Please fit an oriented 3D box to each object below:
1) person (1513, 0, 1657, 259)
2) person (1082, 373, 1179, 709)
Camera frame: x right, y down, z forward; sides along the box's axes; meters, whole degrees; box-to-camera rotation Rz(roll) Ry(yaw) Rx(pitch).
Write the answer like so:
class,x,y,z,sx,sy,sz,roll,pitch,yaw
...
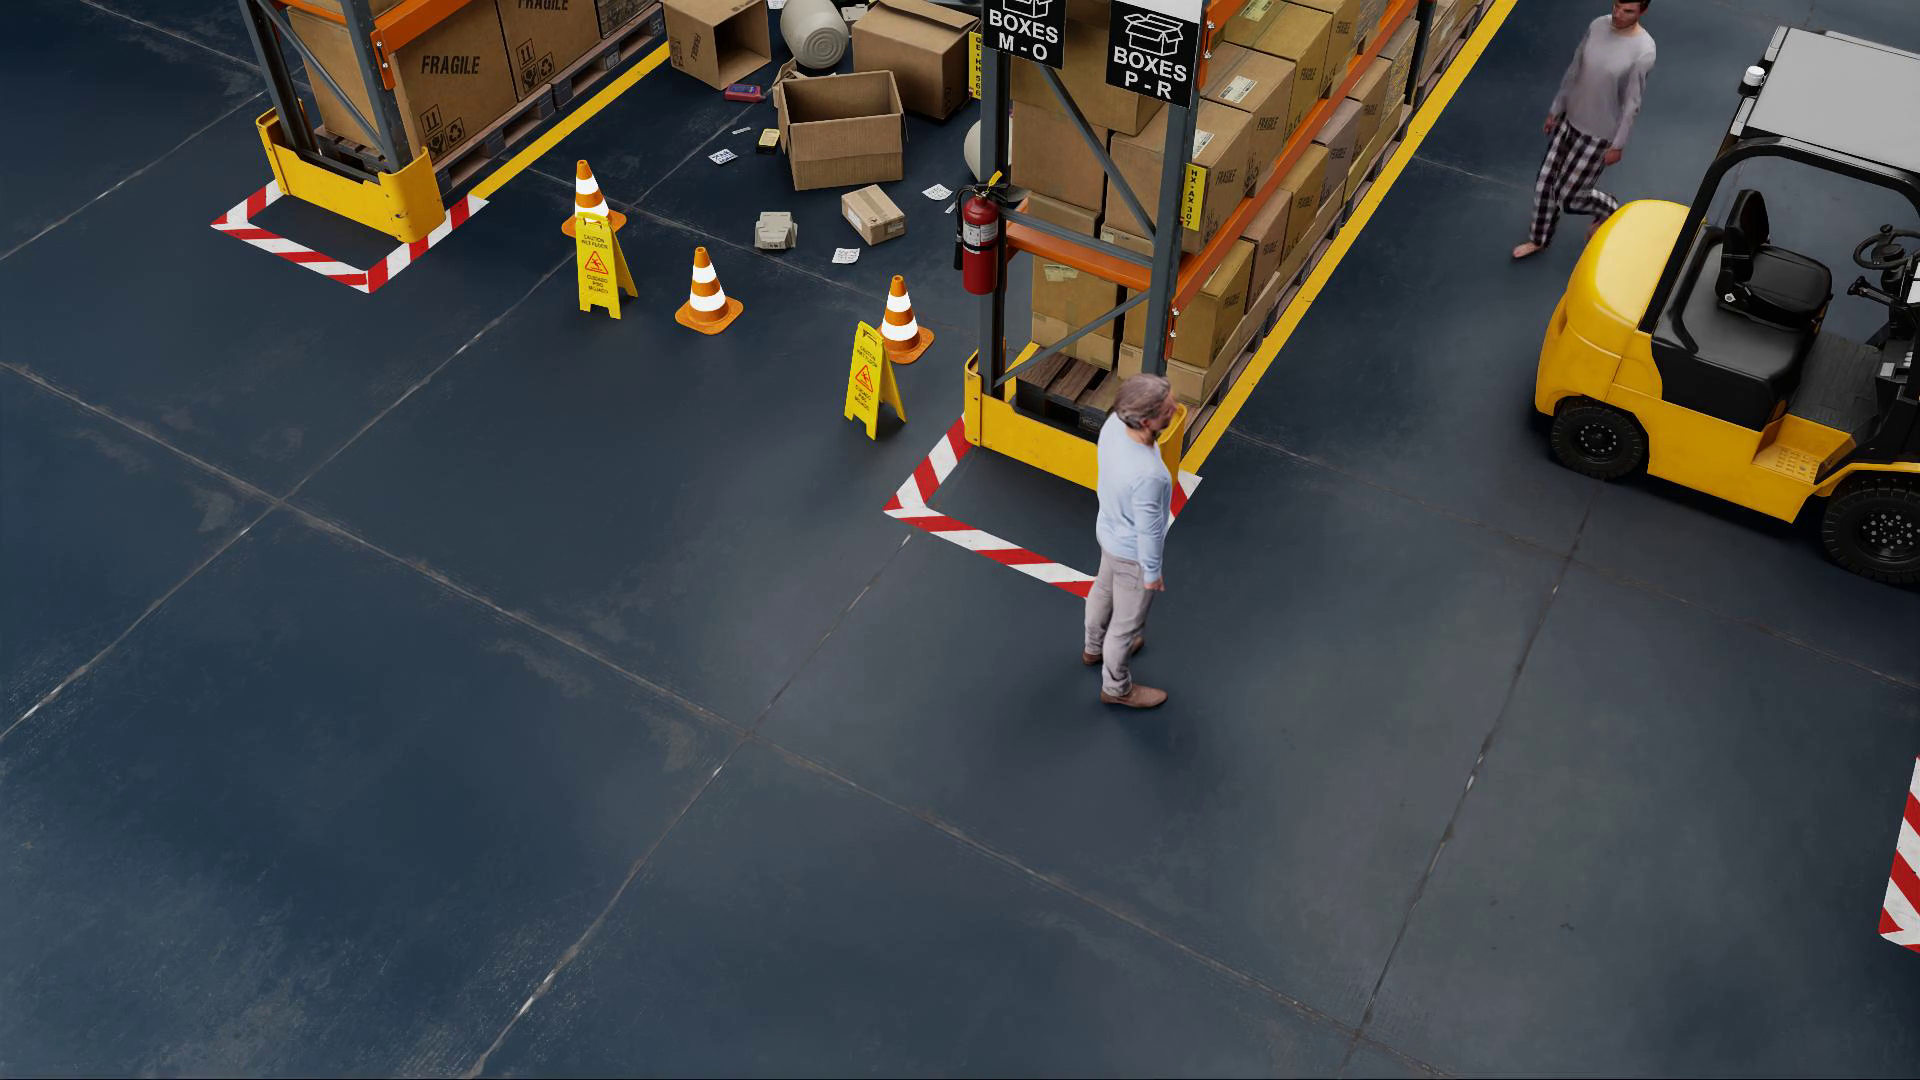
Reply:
class,x,y,z,sx,sy,sz,roll,pitch,yaw
person,3.676,-2.396,9.540,0.982,1.830,0.898,-18,50,-16
person,0.740,0.006,7.275,0.804,1.894,0.733,-9,48,-8
